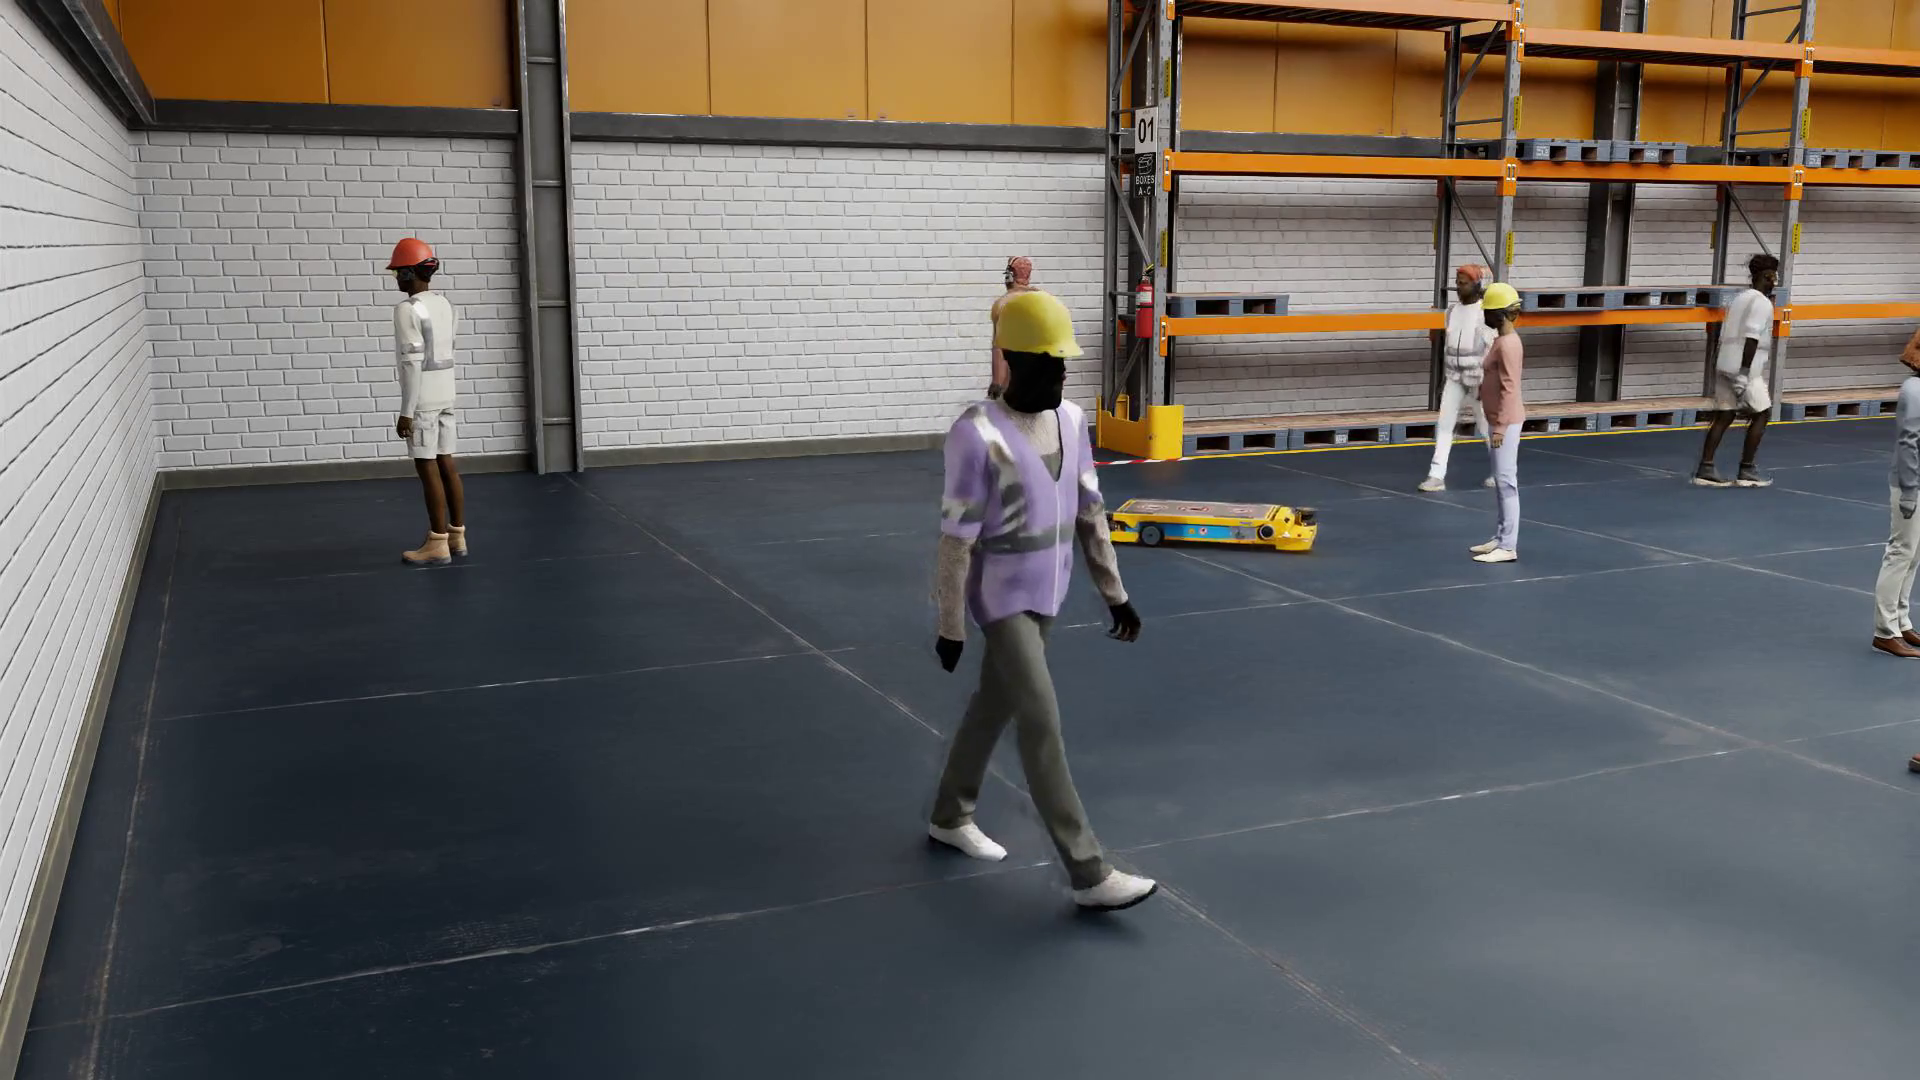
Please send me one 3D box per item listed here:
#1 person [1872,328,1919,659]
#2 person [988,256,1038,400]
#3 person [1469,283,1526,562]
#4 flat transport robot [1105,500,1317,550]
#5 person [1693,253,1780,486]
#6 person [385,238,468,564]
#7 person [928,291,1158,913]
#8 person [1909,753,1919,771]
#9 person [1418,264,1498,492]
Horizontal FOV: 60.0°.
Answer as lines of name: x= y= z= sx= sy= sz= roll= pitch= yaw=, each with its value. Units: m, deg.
person: x=4.706 y=-0.245 z=8.160 sx=0.275 sy=1.632 sz=0.507 roll=9 pitch=14 yaw=42
person: x=0.462 y=-1.306 z=13.313 sx=0.644 sy=1.907 sz=0.399 roll=-9 pitch=14 yaw=-42
person: x=3.410 y=-0.737 z=10.537 sx=0.329 sy=1.765 sz=0.527 roll=3 pitch=11 yaw=17
flat transport robot: x=1.661 y=-0.116 z=11.234 sx=1.431 sy=0.197 sz=0.652 roll=3 pitch=11 yaw=16
person: x=6.450 y=-1.388 z=13.712 sx=0.720 sy=1.917 sz=0.623 roll=0 pitch=10 yaw=-2
person: x=-3.389 y=-0.868 z=10.490 sx=0.394 sy=2.041 sz=0.612 roll=2 pitch=10 yaw=10
person: x=0.231 y=0.178 z=5.152 sx=1.005 sy=1.871 sz=0.608 roll=8 pitch=13 yaw=37
person: x=3.837 y=-0.019 z=6.047 sx=0.356 sy=1.938 sz=0.633 roll=-1 pitch=10 yaw=-6
person: x=4.184 y=-1.327 z=13.599 sx=0.957 sy=1.851 sz=0.574 roll=-8 pitch=13 yaw=-37
